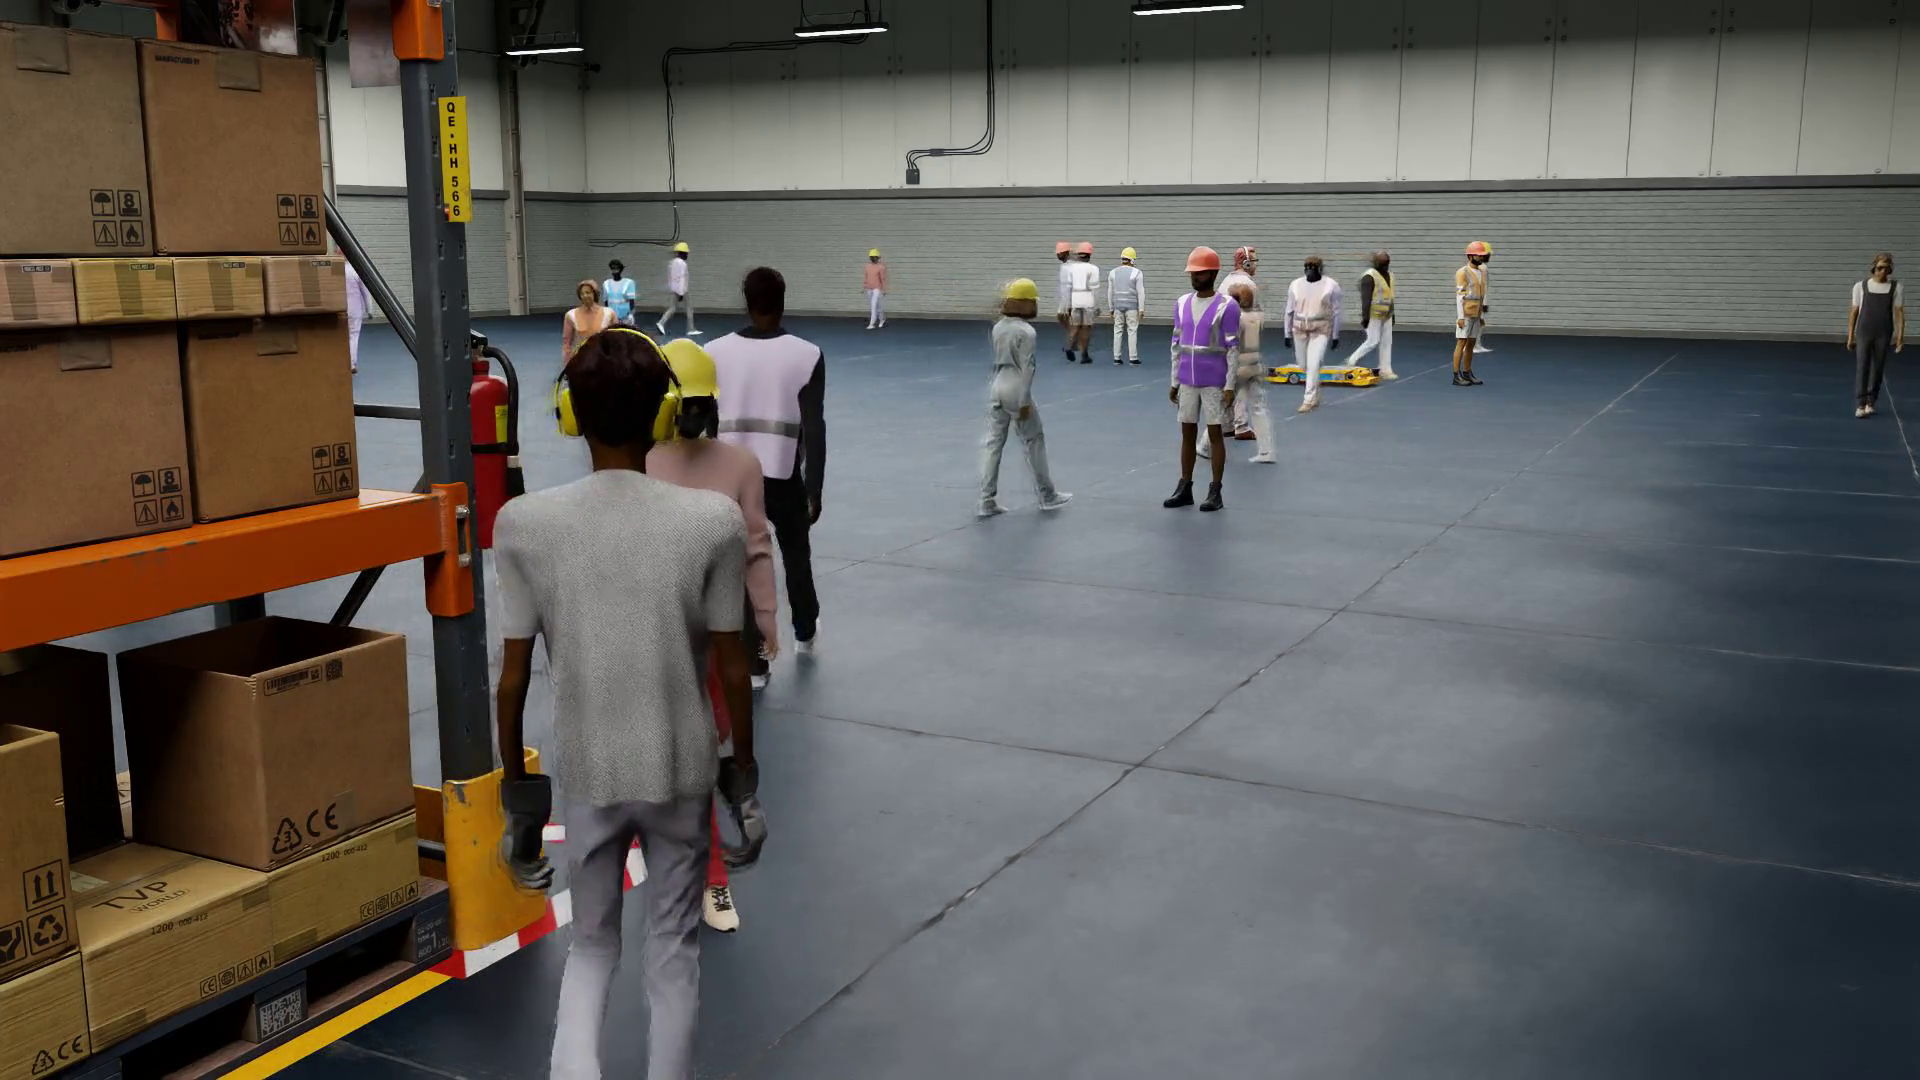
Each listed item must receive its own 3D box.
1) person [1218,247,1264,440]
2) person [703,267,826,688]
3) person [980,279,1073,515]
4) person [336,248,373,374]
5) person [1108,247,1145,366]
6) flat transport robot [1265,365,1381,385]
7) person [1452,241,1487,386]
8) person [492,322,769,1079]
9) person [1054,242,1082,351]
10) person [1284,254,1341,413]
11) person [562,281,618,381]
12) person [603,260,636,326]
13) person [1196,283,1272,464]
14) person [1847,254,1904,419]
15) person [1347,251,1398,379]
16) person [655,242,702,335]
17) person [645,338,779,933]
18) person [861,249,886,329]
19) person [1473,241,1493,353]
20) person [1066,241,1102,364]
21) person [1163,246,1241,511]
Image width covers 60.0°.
[{"bbox_3d":[2.816,-1.951,16.547,0.407,1.910,0.638,-3,11,-17],"label":"person"},{"bbox_3d":[-0.883,-0.315,7.722,0.589,1.863,1.000,0,10,3],"label":"person"},{"bbox_3d":[0.464,-1.040,12.143,0.849,1.702,0.493,-9,14,-40],"label":"person"},{"bbox_3d":[-9.029,-3.400,24.598,0.677,1.853,0.985,-1,10,-5],"label":"person"},{"bbox_3d":[2.602,-3.629,25.900,0.601,1.830,0.404,6,12,30],"label":"person"},{"bbox_3d":[4.958,-2.261,22.705,1.431,0.197,0.652,5,12,26],"label":"flat transport robot"},{"bbox_3d":[6.905,-3.049,22.447,0.542,1.939,0.363,-8,13,-39],"label":"person"},{"bbox_3d":[-0.647,0.507,3.301,0.510,1.854,0.494,0,10,-1],"label":"person"},{"bbox_3d":[1.860,-4.264,29.156,0.478,1.909,0.613,-2,11,-9],"label":"person"},{"bbox_3d":[4.098,-2.403,19.294,0.633,1.814,0.852,6,12,30],"label":"person"},{"bbox_3d":[-3.472,-1.629,15.632,0.537,1.585,0.864,-1,10,-3],"label":"person"},{"bbox_3d":[-5.119,-3.371,24.975,0.537,1.645,0.858,1,10,8],"label":"person"},{"bbox_3d":[2.463,-1.485,14.865,0.530,1.592,0.833,-9,14,-41],"label":"person"},{"bbox_3d":[10.218,-2.272,18.563,0.533,1.814,0.798,5,11,24],"label":"person"},{"bbox_3d":[5.834,-3.166,23.476,0.654,1.805,0.683,-9,14,-41],"label":"person"},{"bbox_3d":[-5.731,-5.087,33.716,0.910,1.889,0.584,-8,13,-35],"label":"person"},{"bbox_3d":[-0.846,0.236,5.102,0.545,1.729,0.838,-6,12,-31],"label":"person"},{"bbox_3d":[-1.823,-5.478,36.269,0.517,1.735,0.871,7,13,34],"label":"person"},{"bbox_3d":[9.013,-4.204,28.819,0.398,1.927,0.608,0,10,1],"label":"person"},{"bbox_3d":[1.934,-3.721,26.153,0.550,1.921,0.467,7,12,32],"label":"person"},{"bbox_3d":[1.783,-1.181,12.261,0.544,1.939,0.372,8,13,38],"label":"person"}]
